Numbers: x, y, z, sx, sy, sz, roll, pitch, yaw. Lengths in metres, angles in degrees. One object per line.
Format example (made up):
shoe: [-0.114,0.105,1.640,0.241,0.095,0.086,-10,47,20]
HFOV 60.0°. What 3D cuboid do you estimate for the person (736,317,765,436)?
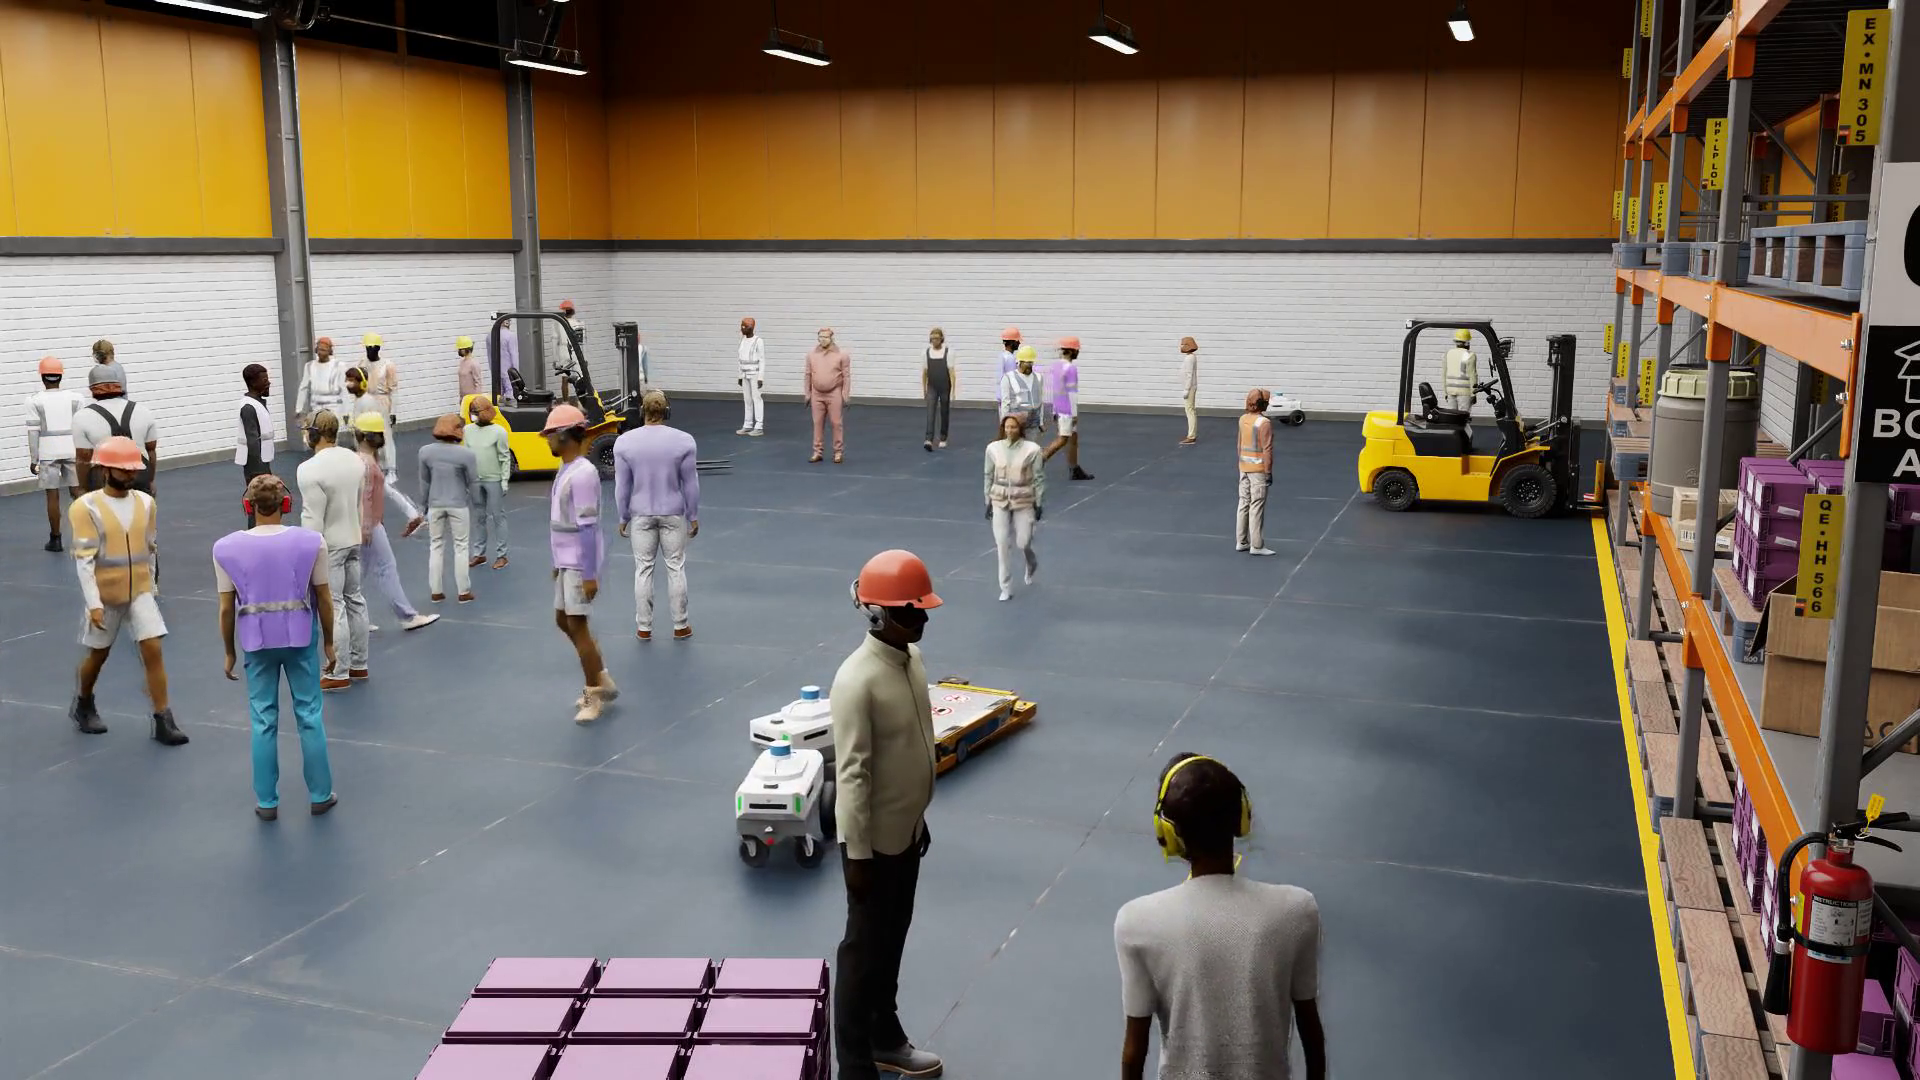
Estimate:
person: [-3.336,-2.603,26.519,0.359,1.884,0.573,-10,14,-43]

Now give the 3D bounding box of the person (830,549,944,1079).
person: [-0.243,1.011,5.852,0.396,1.992,0.619,3,11,18]

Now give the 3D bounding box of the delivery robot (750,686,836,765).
delivery robot: [-0.837,1.066,9.339,0.477,0.478,0.707,9,13,41]

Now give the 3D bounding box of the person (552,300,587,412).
person: [-7.068,-3.327,30.155,0.615,2.039,0.395,-2,10,-9]

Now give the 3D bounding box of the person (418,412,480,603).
person: [-4.323,-0.268,14.096,0.502,1.627,0.300,0,10,2]

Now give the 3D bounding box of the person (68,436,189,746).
person: [-5.165,0.298,10.168,0.941,1.898,0.546,7,12,35]

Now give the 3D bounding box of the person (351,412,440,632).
person: [-4.514,-0.133,12.999,0.730,1.733,0.550,-5,11,-26]

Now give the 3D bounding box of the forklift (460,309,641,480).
forklift: [-5.354,-1.902,21.697,2.313,2.155,1.214,-2,10,-13]

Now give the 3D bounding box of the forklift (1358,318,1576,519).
forklift: [5.787,-1.437,19.079,2.313,2.155,1.214,3,11,19]

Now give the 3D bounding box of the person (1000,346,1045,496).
person: [0.772,-1.426,20.047,0.588,1.829,0.404,-6,12,-31]

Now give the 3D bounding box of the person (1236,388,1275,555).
person: [2.897,-0.669,16.319,0.306,1.639,0.523,-4,11,-22]

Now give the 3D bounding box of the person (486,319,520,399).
person: [-7.582,-2.838,27.779,0.636,1.911,0.406,6,12,30]

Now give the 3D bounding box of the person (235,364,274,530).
person: [-6.650,-0.709,15.755,0.392,1.920,0.589,-3,11,-18]

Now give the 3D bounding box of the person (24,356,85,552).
person: [-8.951,-0.853,16.513,0.552,1.937,0.356,-9,14,-42]

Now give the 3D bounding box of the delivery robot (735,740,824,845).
delivery robot: [-0.894,1.247,8.319,0.477,0.478,0.707,1,10,4]

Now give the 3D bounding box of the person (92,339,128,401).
person: [-9.934,-1.383,19.515,0.371,1.933,0.627,-3,11,-18]

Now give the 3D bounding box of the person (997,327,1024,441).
person: [0.680,-1.899,22.400,0.352,1.940,0.545,-3,10,-16]

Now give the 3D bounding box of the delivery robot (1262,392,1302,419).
delivery robot: [5.365,-2.239,27.946,0.707,0.478,0.477,-3,11,-16]

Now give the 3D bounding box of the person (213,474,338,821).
person: [-3.588,0.572,8.764,0.563,1.841,0.390,-4,11,-19]

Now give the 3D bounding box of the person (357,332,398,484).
person: [-7.403,-1.664,21.099,0.594,1.930,0.354,3,11,18]

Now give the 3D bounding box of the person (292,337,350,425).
person: [-8.123,-1.642,21.175,0.671,1.859,0.577,2,10,14]

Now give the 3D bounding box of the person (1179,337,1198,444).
person: [3.494,-2.290,25.460,0.278,1.631,0.507,3,10,14]

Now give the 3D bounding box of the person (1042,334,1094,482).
person: [1.291,-1.679,21.274,0.899,1.910,0.555,-3,11,-19]

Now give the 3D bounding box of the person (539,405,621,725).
person: [-2.428,0.153,10.700,0.408,2.009,0.758,-4,11,-23]

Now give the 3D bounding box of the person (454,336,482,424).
person: [-6.889,-1.974,23.333,0.327,1.761,0.522,-9,13,-41]

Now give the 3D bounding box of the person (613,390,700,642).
person: [-2.305,-0.179,12.713,0.636,1.939,0.364,-1,10,-7]

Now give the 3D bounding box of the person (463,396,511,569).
person: [-4.452,-0.542,15.620,0.501,1.633,0.289,4,11,19]

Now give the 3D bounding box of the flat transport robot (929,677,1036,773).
flat transport robot: [-0.125,1.112,10.142,0.652,0.197,1.431,5,11,27]

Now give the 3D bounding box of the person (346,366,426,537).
person: [-6.023,-0.887,17.053,0.967,1.819,0.546,-3,10,-14]

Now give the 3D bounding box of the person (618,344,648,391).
person: [-5.451,-2.707,27.802,0.538,1.623,0.462,-7,12,-33]

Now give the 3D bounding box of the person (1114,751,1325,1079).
person: [0.632,1.431,3.951,0.551,1.834,0.816,1,10,8]

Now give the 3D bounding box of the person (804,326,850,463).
person: [-1.862,-2.019,23.176,0.651,1.904,0.403,2,10,13]

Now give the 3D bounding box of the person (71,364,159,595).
person: [-7.255,-0.504,14.257,0.536,2.000,0.672,9,13,41]

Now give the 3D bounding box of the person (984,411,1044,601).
person: [0.469,-0.306,14.318,0.518,1.626,0.526,3,10,15]

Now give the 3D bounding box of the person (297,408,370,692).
person: [-4.276,0.070,11.314,0.373,1.940,0.628,2,10,12]

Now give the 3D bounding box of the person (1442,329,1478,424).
person: [7.280,-2.161,24.163,0.403,1.837,0.590,-7,12,-34]

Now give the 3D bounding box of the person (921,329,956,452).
person: [-0.320,-2.213,24.559,0.539,1.792,0.960,1,10,8]
